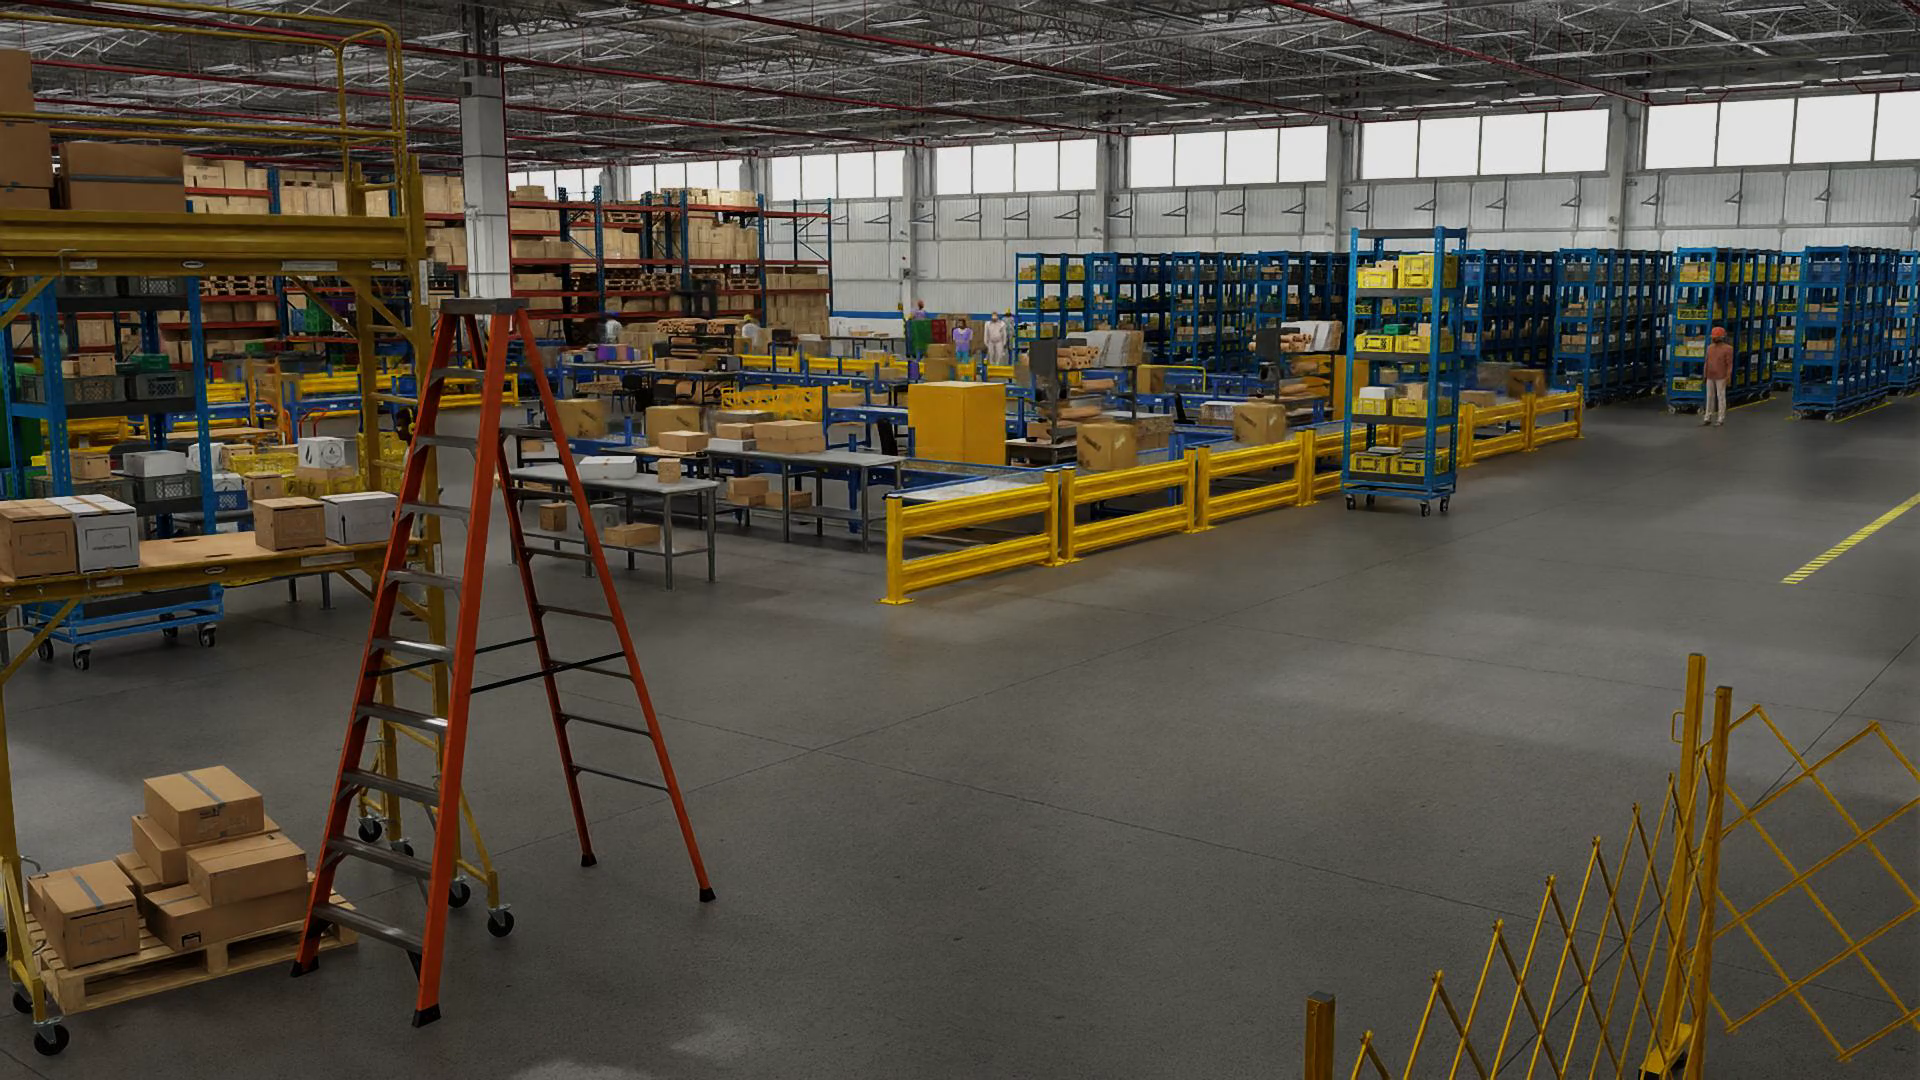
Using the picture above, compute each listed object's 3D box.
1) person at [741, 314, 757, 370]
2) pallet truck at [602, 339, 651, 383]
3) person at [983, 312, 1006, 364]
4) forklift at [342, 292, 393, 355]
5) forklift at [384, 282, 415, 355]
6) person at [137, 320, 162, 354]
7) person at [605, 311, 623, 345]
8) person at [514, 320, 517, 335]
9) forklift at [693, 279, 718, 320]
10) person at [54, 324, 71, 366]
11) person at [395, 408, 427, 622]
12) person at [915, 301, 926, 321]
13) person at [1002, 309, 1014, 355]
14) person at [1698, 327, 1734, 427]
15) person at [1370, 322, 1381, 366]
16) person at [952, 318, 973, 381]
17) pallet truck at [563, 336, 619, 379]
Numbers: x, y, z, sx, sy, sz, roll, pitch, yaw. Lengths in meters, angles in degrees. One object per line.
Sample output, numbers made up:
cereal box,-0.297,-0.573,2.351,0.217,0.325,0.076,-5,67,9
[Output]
person,-6.363,-5.894,50.123,0.446,1.822,0.609,7,12,39
pallet truck,-8.991,-4.871,45.351,0.653,1.274,1.630,7,11,37
person,1.047,-5.918,50.107,0.685,1.865,0.910,1,9,4
forklift,-16.485,-5.622,45.120,1.129,2.768,1.873,7,11,37
forklift,-16.749,-6.126,48.264,1.129,2.768,1.873,7,11,37
person,-21.171,-4.840,43.346,0.673,1.874,0.816,0,9,2
person,-10.750,-6.167,51.686,0.602,1.881,1.077,7,12,38
person,-16.108,-7.467,59.663,0.408,1.906,0.652,-4,10,-25
forklift,-9.044,-7.907,59.383,1.129,2.768,1.873,7,11,37
person,-25.996,-5.452,48.052,0.761,1.596,0.517,2,9,11
person,-4.740,-0.219,14.544,0.313,1.869,0.528,-6,11,-31
person,-1.690,-9.038,69.476,0.866,1.913,0.550,9,12,43
person,1.791,-7.731,61.857,0.485,1.734,0.346,-1,9,-9
person,14.968,-3.220,32.913,0.393,1.986,0.611,-5,10,-27
person,10.483,-4.666,42.410,0.591,1.834,0.404,-4,10,-22
person,0.072,-5.083,44.994,0.571,1.837,0.379,3,9,15
pallet truck,-10.690,-5.294,48.215,1.601,1.201,0.680,-5,10,-26
